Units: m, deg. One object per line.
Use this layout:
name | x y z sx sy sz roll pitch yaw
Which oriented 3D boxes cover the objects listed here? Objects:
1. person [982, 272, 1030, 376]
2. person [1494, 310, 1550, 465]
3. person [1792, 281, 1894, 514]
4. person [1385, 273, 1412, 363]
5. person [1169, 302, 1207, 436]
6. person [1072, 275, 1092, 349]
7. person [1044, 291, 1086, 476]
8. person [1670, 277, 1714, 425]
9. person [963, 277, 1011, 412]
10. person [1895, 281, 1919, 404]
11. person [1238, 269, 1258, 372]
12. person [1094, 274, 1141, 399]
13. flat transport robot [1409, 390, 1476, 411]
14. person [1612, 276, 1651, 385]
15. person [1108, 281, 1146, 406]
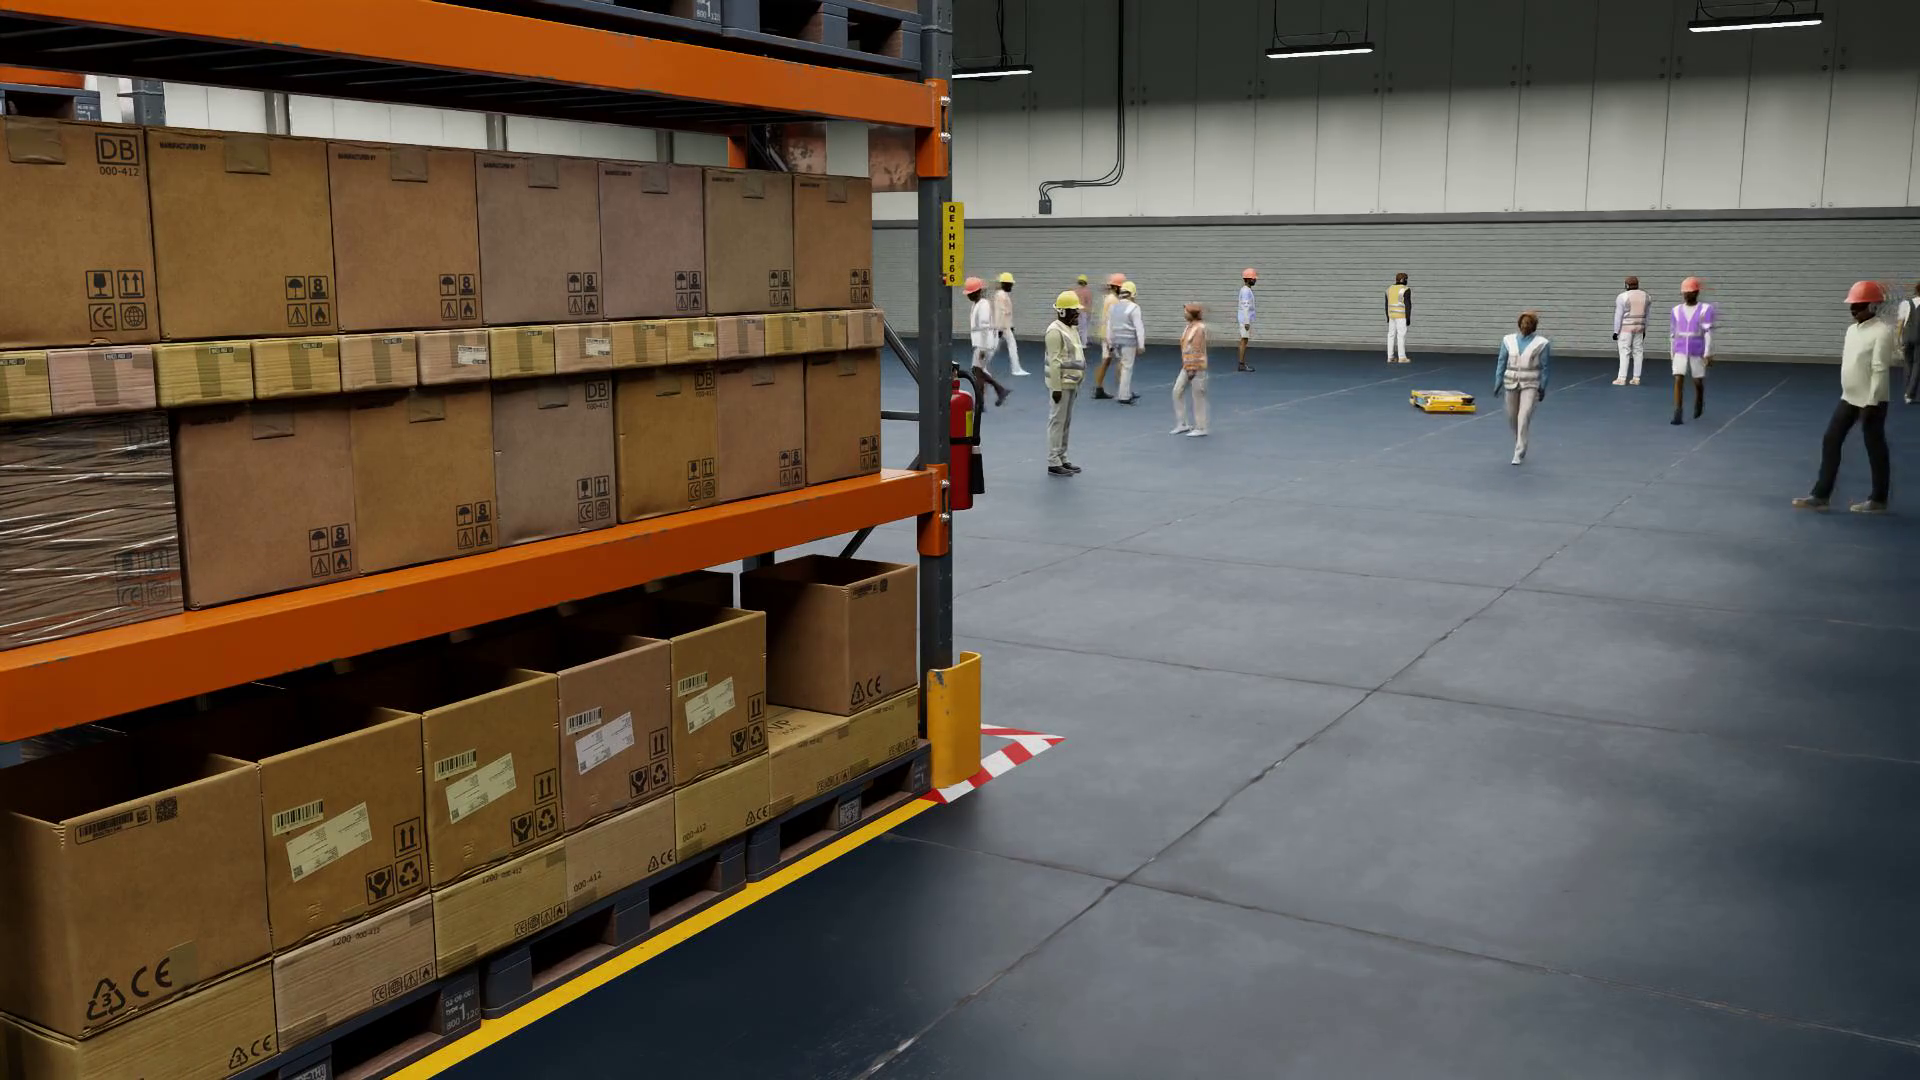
person | 0.762 -3.927 30.276 0.955 1.891 0.585 -1 10 -4
person | 5.960 -1.626 17.594 0.515 1.611 0.755 7 12 36
person | 7.476 -1.180 13.958 0.902 1.958 0.640 -1 10 -4
person | 9.001 -4.552 34.092 0.430 1.837 0.624 -6 11 -32
person | 2.750 -2.046 20.045 0.541 1.623 0.526 -2 10 -14
person | 2.813 -5.322 38.847 0.524 1.747 0.689 3 10 18
person | 1.051 -1.557 16.561 0.403 1.832 0.594 4 10 21
person | 9.524 -2.468 21.653 0.547 1.918 0.786 7 12 36
person | 0.346 -2.721 23.202 0.652 1.892 0.593 -2 10 -14
person | 14.236 -2.937 24.676 0.773 1.816 0.534 -9 13 -42
person | 5.432 -4.148 31.425 0.364 1.939 0.542 2 10 10
person | 2.430 -3.078 25.255 0.845 1.897 0.563 -1 10 -5
flat transport robot | 6.863 -1.994 23.689 0.652 0.197 1.431 1 10 5
person | 11.329 -3.533 28.130 0.620 1.837 0.430 -2 10 -11
person | 2.459 -2.860 24.248 0.496 1.810 0.645 -7 12 -37
